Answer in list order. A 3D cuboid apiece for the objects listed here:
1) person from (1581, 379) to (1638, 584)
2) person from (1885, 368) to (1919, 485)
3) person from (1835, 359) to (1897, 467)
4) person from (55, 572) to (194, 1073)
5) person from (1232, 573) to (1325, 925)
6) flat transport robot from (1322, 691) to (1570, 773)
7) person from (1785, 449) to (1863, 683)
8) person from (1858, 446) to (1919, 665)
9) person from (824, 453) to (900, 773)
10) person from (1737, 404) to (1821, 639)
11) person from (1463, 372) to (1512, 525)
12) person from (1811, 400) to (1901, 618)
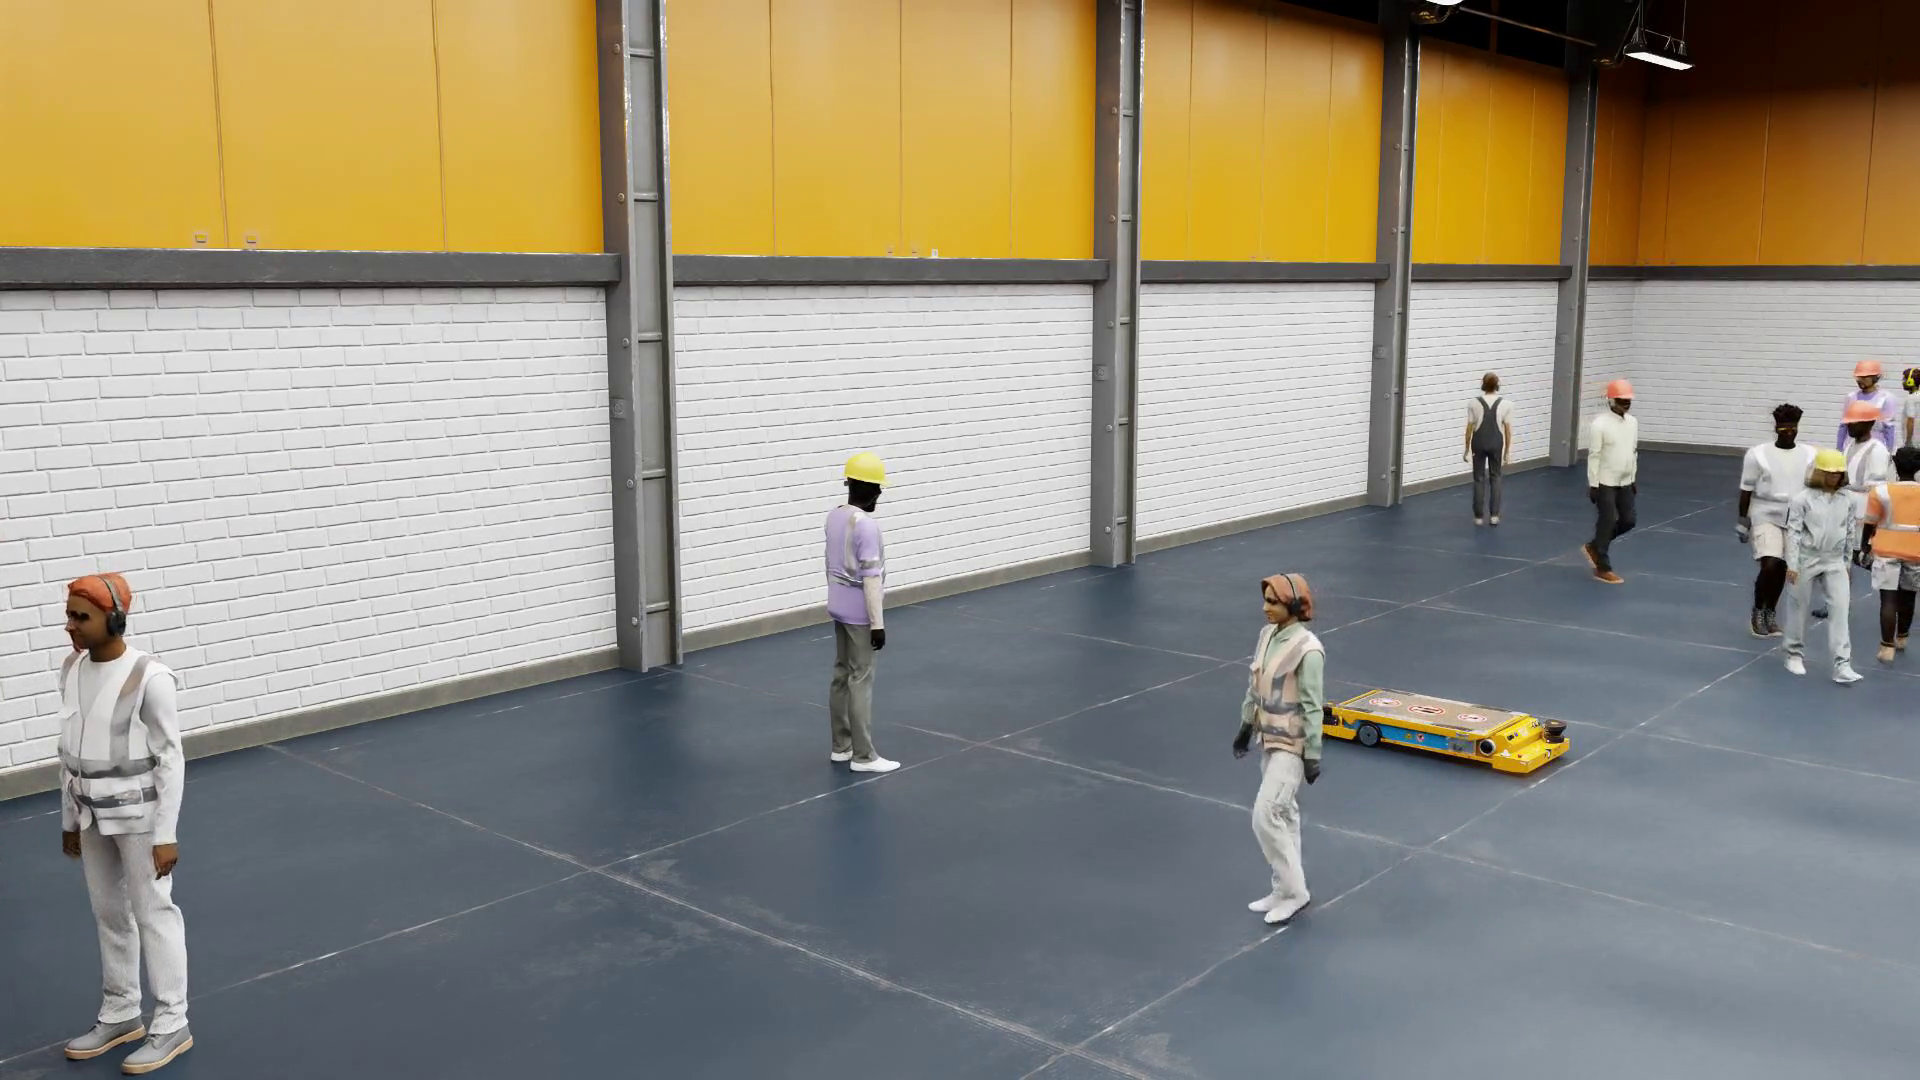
[{"bbox_3d":[6.304,-0.577,16.147,0.639,1.981,0.519,-5,10,-28],"label":"person"},{"bbox_3d":[11.540,-1.179,20.386,0.575,1.836,0.816,-7,11,-38],"label":"person"},{"bbox_3d":[10.300,-1.049,18.988,0.431,2.023,0.631,-5,10,-28],"label":"person"},{"bbox_3d":[-3.158,1.052,6.252,0.593,1.879,0.349,4,10,24],"label":"person"},{"bbox_3d":[1.457,0.955,7.664,0.404,1.627,0.525,-2,9,-11],"label":"person"},{"bbox_3d":[3.022,1.178,10.503,1.431,0.197,0.652,8,12,40],"label":"flat transport robot"},{"bbox_3d":[6.328,0.196,12.156,0.518,1.707,0.828,0,9,3],"label":"person"},{"bbox_3d":[7.283,0.095,12.930,0.544,1.661,0.795,3,9,17],"label":"person"},{"bbox_3d":[-0.602,0.436,10.007,0.381,1.918,0.584,-5,10,-28],"label":"person"},{"bbox_3d":[6.724,-0.144,13.598,0.606,1.937,0.601,1,9,4],"label":"person"},{"bbox_3d":[6.268,-1.082,19.803,0.517,1.845,0.388,2,9,12],"label":"person"},{"bbox_3d":[7.832,-0.254,14.347,0.736,1.918,0.547,0,9,-3],"label":"person"}]
